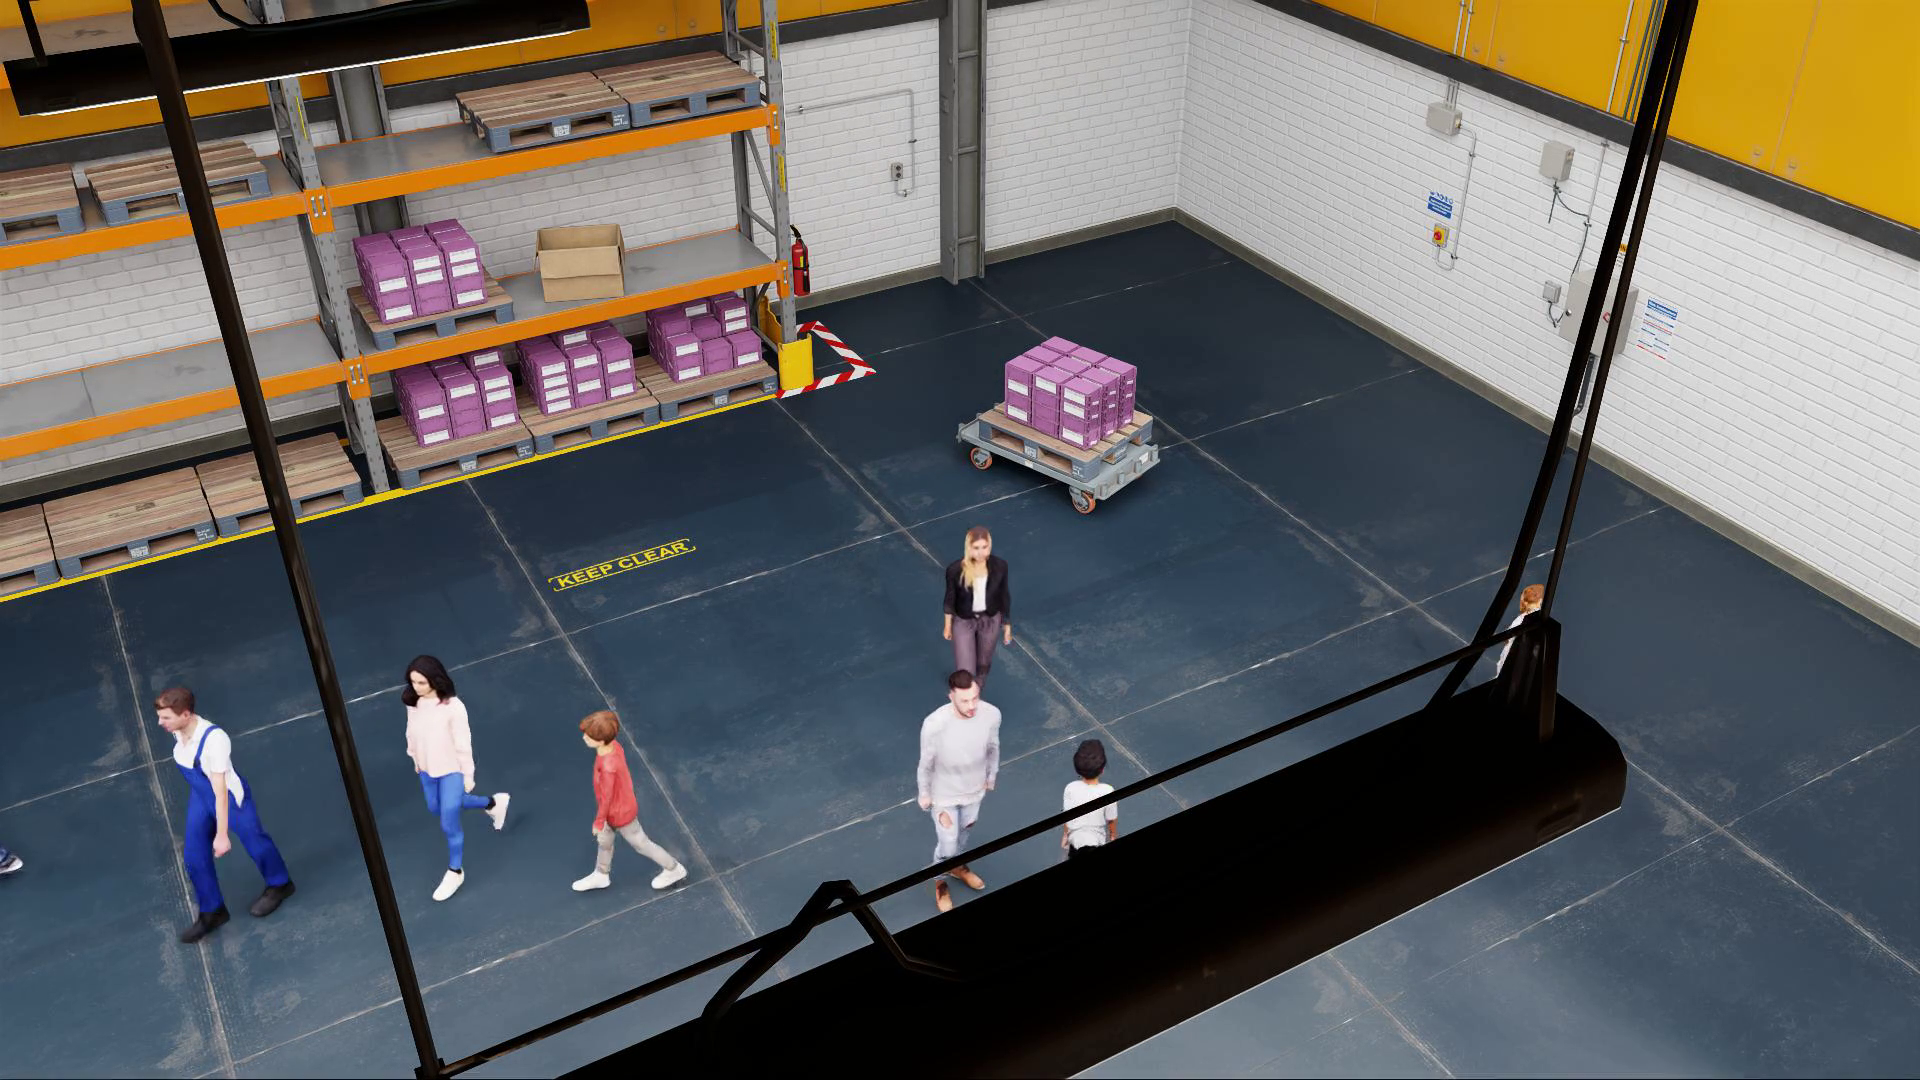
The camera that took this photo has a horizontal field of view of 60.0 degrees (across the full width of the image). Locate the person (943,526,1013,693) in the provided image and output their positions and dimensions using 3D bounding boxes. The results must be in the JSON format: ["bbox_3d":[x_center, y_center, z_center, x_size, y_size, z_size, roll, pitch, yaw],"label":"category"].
[{"bbox_3d":[0.099,0.570,11.681,0.660,1.658,0.760,-7,34,-11],"label":"person"}]

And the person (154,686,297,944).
[{"bbox_3d":[-4.369,1.547,10.061,0.914,1.826,1.055,16,37,22],"label":"person"}]

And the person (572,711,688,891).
[{"bbox_3d":[-2.034,1.647,10.305,0.986,1.387,0.656,-9,35,-13],"label":"person"}]

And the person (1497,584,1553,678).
[{"bbox_3d":[3.885,0.816,11.652,0.840,1.282,0.711,-10,35,-15],"label":"person"}]

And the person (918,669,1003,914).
[{"bbox_3d":[-0.035,1.474,10.171,0.608,1.824,0.777,-16,37,-23],"label":"person"}]

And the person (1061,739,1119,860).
[{"bbox_3d":[0.773,1.826,10.179,0.796,1.229,0.821,6,34,9],"label":"person"}]

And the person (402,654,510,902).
[{"bbox_3d":[-3.164,1.388,10.367,0.954,1.752,1.125,17,37,24],"label":"person"}]
